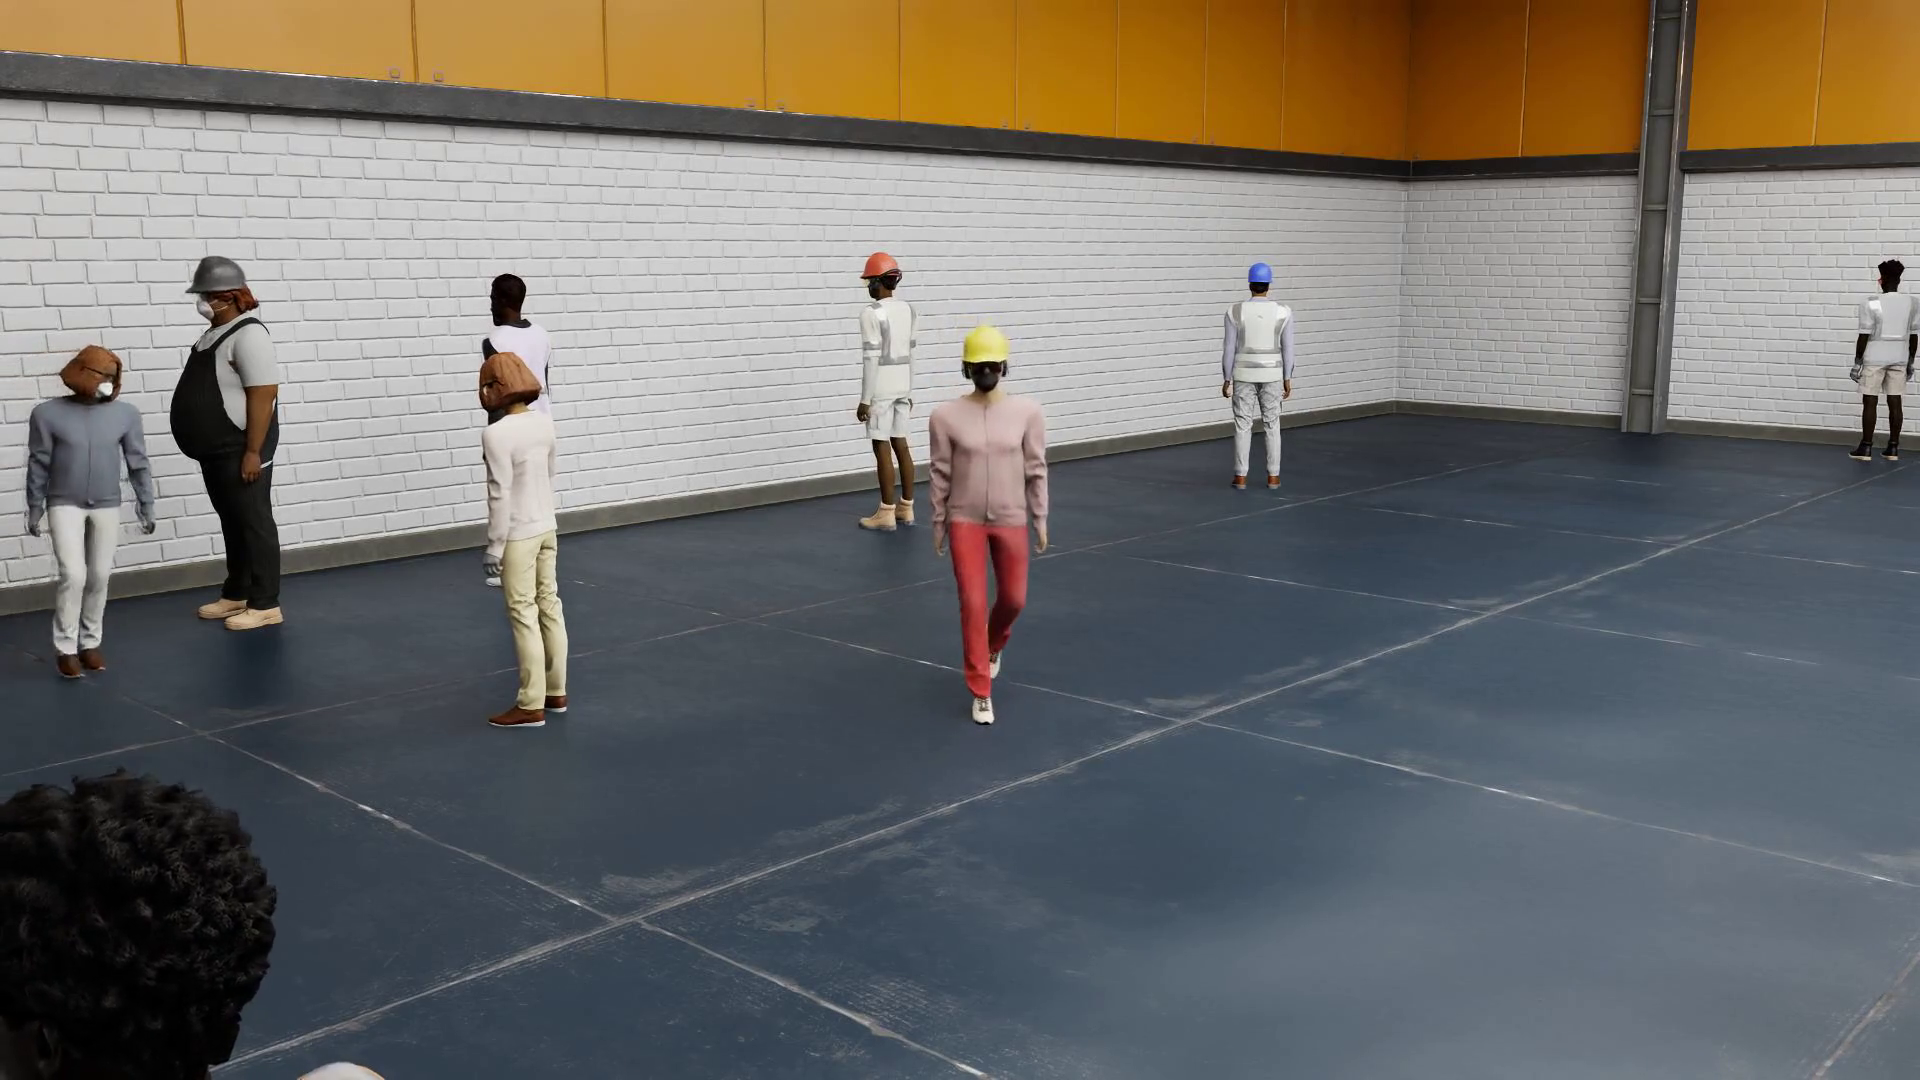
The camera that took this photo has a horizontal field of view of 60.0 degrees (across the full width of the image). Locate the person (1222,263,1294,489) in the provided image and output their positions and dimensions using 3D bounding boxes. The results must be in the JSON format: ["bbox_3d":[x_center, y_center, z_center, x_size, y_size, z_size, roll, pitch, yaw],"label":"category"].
[{"bbox_3d":[2.563,-1.407,14.357,0.616,1.945,0.404,0,10,3],"label":"person"}]

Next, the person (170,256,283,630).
[{"bbox_3d":[-4.024,-0.534,9.121,0.537,2.000,0.678,-9,13,-41],"label":"person"}]

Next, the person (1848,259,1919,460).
[{"bbox_3d":[9.051,-1.756,16.292,0.613,1.964,0.361,0,10,1],"label":"person"}]

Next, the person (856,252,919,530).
[{"bbox_3d":[-0.568,-1.094,12.303,0.392,2.041,0.615,7,12,33],"label":"person"}]

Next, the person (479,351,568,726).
[{"bbox_3d":[-1.916,-0.001,7.247,0.288,1.633,0.499,3,10,17],"label":"person"}]

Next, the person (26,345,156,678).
[{"bbox_3d":[-4.222,-0.144,8.099,0.535,1.603,0.482,-10,14,-43],"label":"person"}]

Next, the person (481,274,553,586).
[{"bbox_3d":[-2.717,-0.669,10.237,0.393,1.920,0.591,3,10,18],"label":"person"}]

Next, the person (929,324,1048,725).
[{"bbox_3d":[0.119,-0.100,7.469,0.529,1.745,0.698,-1,10,-5],"label":"person"}]

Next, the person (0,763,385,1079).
[{"bbox_3d":[-0.594,1.008,1.347,0.321,1.691,0.531,3,10,17],"label":"person"}]
